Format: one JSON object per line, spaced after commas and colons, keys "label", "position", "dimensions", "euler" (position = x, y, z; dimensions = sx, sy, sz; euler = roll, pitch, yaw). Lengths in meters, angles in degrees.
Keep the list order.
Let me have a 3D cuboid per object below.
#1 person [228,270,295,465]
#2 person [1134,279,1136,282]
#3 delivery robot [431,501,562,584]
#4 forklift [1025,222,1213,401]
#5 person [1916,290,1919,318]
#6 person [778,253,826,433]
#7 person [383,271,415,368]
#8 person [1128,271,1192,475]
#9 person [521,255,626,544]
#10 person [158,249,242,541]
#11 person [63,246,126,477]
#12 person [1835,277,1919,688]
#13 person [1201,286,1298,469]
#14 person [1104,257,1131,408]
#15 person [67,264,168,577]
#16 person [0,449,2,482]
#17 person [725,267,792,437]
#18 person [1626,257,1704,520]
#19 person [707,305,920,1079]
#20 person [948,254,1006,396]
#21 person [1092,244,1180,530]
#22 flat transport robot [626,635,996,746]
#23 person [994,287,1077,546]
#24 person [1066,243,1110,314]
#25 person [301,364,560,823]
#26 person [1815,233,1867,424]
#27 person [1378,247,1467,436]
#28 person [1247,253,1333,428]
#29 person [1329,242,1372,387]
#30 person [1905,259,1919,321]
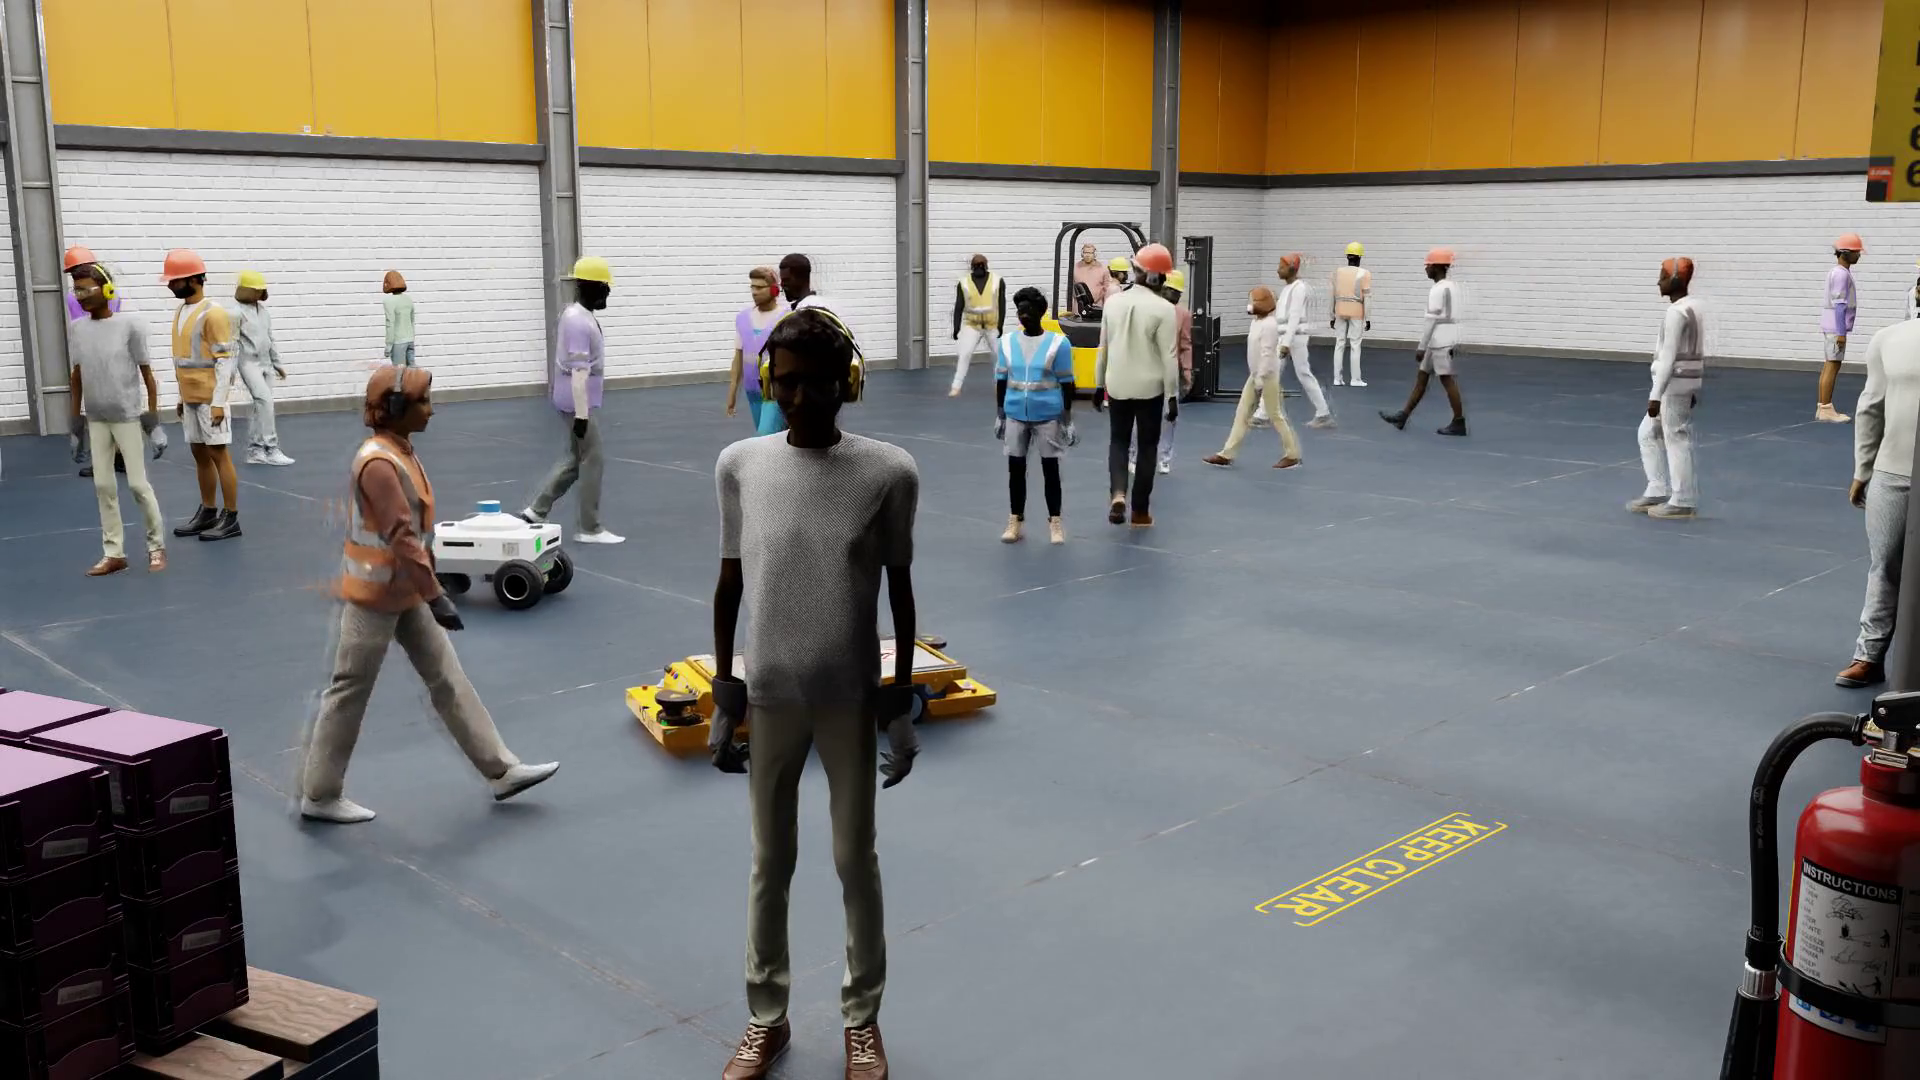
{"label": "person", "position": [-6.093, -1.510, 14.640], "dimensions": [0.617, 1.713, 0.523], "euler": [2, 11, 11]}
{"label": "person", "position": [3.004, -3.640, 26.504], "dimensions": [0.499, 1.633, 0.279], "euler": [3, 11, 14]}
{"label": "delivery robot", "position": [-2.587, 0.026, 9.203], "dimensions": [0.707, 0.478, 0.477], "euler": [2, 11, 9]}
{"label": "forklift", "position": [1.935, -2.847, 20.651], "dimensions": [2.313, 2.155, 1.214], "euler": [2, 11, 13]}
{"label": "person", "position": [9.866, -2.007, 16.691], "dimensions": [0.603, 1.966, 0.367], "euler": [-2, 11, -11]}
{"label": "person", "position": [-1.129, -1.030, 11.544], "dimensions": [0.669, 1.891, 0.642], "euler": [-1, 10, -6]}
{"label": "person", "position": [-6.193, -2.150, 18.381], "dimensions": [0.287, 1.631, 0.501], "euler": [3, 11, 15]}
{"label": "person", "position": [1.698, -1.410, 14.089], "dimensions": [0.537, 1.725, 0.380], "euler": [-3, 11, -18]}
{"label": "person", "position": [-2.574, -0.914, 10.933], "dimensions": [0.676, 1.901, 0.612], "euler": [-1, 10, -7]}
{"label": "person", "position": [-5.061, -0.956, 11.062], "dimensions": [0.542, 1.929, 0.374], "euler": [8, 13, 37]}
{"label": "person", "position": [-7.283, -1.492, 13.988], "dimensions": [0.379, 1.927, 0.542], "euler": [2, 11, 10]}
{"label": "person", "position": [4.230, -0.268, 7.282], "dimensions": [0.373, 1.941, 0.627], "euler": [-9, 14, -40]}
{"label": "person", "position": [2.568, -1.396, 14.395], "dimensions": [0.836, 1.584, 0.512], "euler": [-2, 11, -12]}
{"label": "person", "position": [1.851, -2.433, 19.564], "dimensions": [0.318, 1.767, 0.534], "euler": [1, 10, 8]}
{"label": "person", "position": [-5.016, -0.699, 9.940], "dimensions": [0.587, 1.862, 0.477], "euler": [1, 10, 7]}
{"label": "person", "position": [-4.275, -0.135, 6.826], "dimensions": [0.624, 1.845, 0.430], "euler": [-2, 11, -8]}
{"label": "person", "position": [-1.337, -1.039, 11.904], "dimensions": [0.573, 1.820, 0.923], "euler": [7, 13, 35]}
{"label": "person", "position": [5.007, -1.075, 11.872], "dimensions": [0.618, 1.864, 0.621], "euler": [6, 12, 31]}
{"label": "person", "position": [-0.349, 0.388, 3.914], "dimensions": [0.507, 1.865, 0.329], "euler": [1, 10, 4]}
{"label": "person", "position": [0.229, -2.701, 20.998], "dimensions": [0.782, 1.794, 0.539], "euler": [1, 10, 3]}
{"label": "person", "position": [1.171, -1.032, 11.366], "dimensions": [0.714, 1.967, 0.474], "euler": [6, 12, 29]}
{"label": "flat transport robot", "position": [-0.631, 0.613, 7.029], "dimensions": [1.431, 0.197, 0.652], "euler": [-5, 11, -23]}
{"label": "person", "position": [0.497, -0.803, 10.899], "dimensions": [0.578, 1.688, 0.320], "euler": [4, 11, 19]}
{"label": "person", "position": [1.896, -3.438, 24.667], "dimensions": [0.652, 1.904, 0.402], "euler": [1, 10, 4]}
{"label": "person", "position": [-1.887, 0.196, 5.717], "dimensions": [0.888, 1.583, 0.505], "euler": [-1, 10, -6]}
{"label": "person", "position": [9.534, -2.290, 18.020], "dimensions": [0.367, 2.046, 0.608], "euler": [4, 11, 22]}
{"label": "person", "position": [4.764, -2.015, 16.935], "dimensions": [0.957, 1.888, 0.569], "euler": [5, 12, 27]}
{"label": "person", "position": [3.489, -2.072, 17.413], "dimensions": [0.979, 1.844, 0.589], "euler": [-2, 11, -9]}
{"label": "person", "position": [5.233, -3.010, 22.266], "dimensions": [0.596, 1.925, 0.372], "euler": [8, 13, 38]}
{"label": "person", "position": [10.974, -2.353, 18.930], "dimensions": [0.404, 1.836, 0.600], "euler": [9, 14, 41]}
